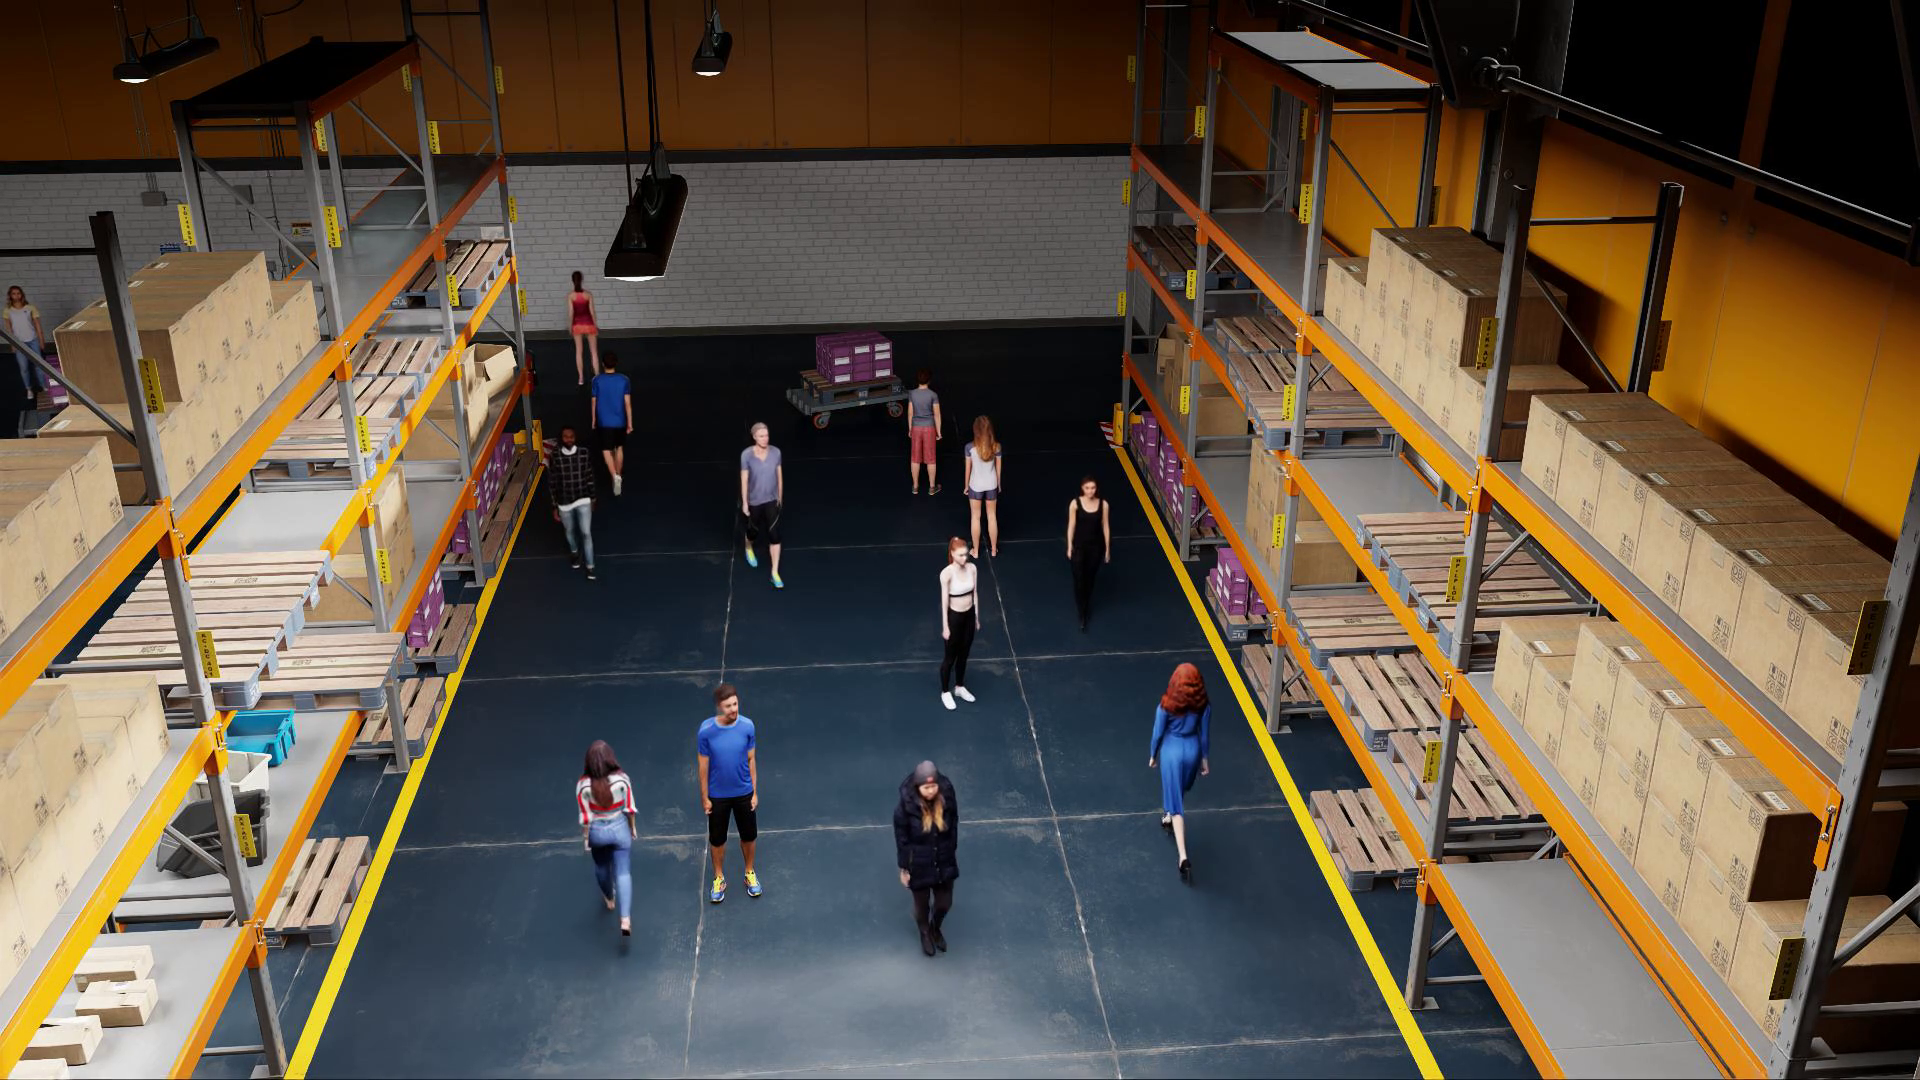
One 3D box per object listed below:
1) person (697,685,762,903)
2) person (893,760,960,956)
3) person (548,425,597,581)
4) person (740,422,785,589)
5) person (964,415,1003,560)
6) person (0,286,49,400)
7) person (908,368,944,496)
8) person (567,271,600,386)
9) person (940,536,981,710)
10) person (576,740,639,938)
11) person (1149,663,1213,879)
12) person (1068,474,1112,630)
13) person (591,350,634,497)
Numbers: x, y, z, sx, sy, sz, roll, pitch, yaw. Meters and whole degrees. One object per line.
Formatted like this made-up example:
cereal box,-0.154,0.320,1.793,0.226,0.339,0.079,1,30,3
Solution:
person,-1.819,1.974,13.160,0.637,1.870,0.598,-5,24,-12
person,-0.273,2.358,12.535,0.733,1.667,0.735,-8,25,-17
person,-4.396,-0.467,18.858,0.769,1.778,1.200,-5,24,-12
person,-2.251,-0.442,18.696,0.839,1.863,1.200,-9,25,-19
person,0.273,-0.619,19.260,0.609,1.735,0.559,-4,24,-9
person,-13.789,-2.922,24.550,0.707,1.719,0.702,-13,27,-28
person,-0.462,-1.384,21.115,0.652,1.650,0.620,5,24,11
person,-5.704,-3.212,25.171,0.565,1.752,0.550,-3,24,-6
person,-0.016,0.782,16.047,0.661,1.742,0.671,-17,29,-33
person,-2.688,2.303,12.759,0.718,1.588,1.073,-6,24,-13
person,1.792,1.894,13.471,0.669,1.767,1.123,-3,24,-7
person,1.357,0.056,17.792,0.602,1.674,0.800,-2,24,-4
person,-4.406,-1.471,21.069,0.892,1.847,1.204,-9,25,-20
